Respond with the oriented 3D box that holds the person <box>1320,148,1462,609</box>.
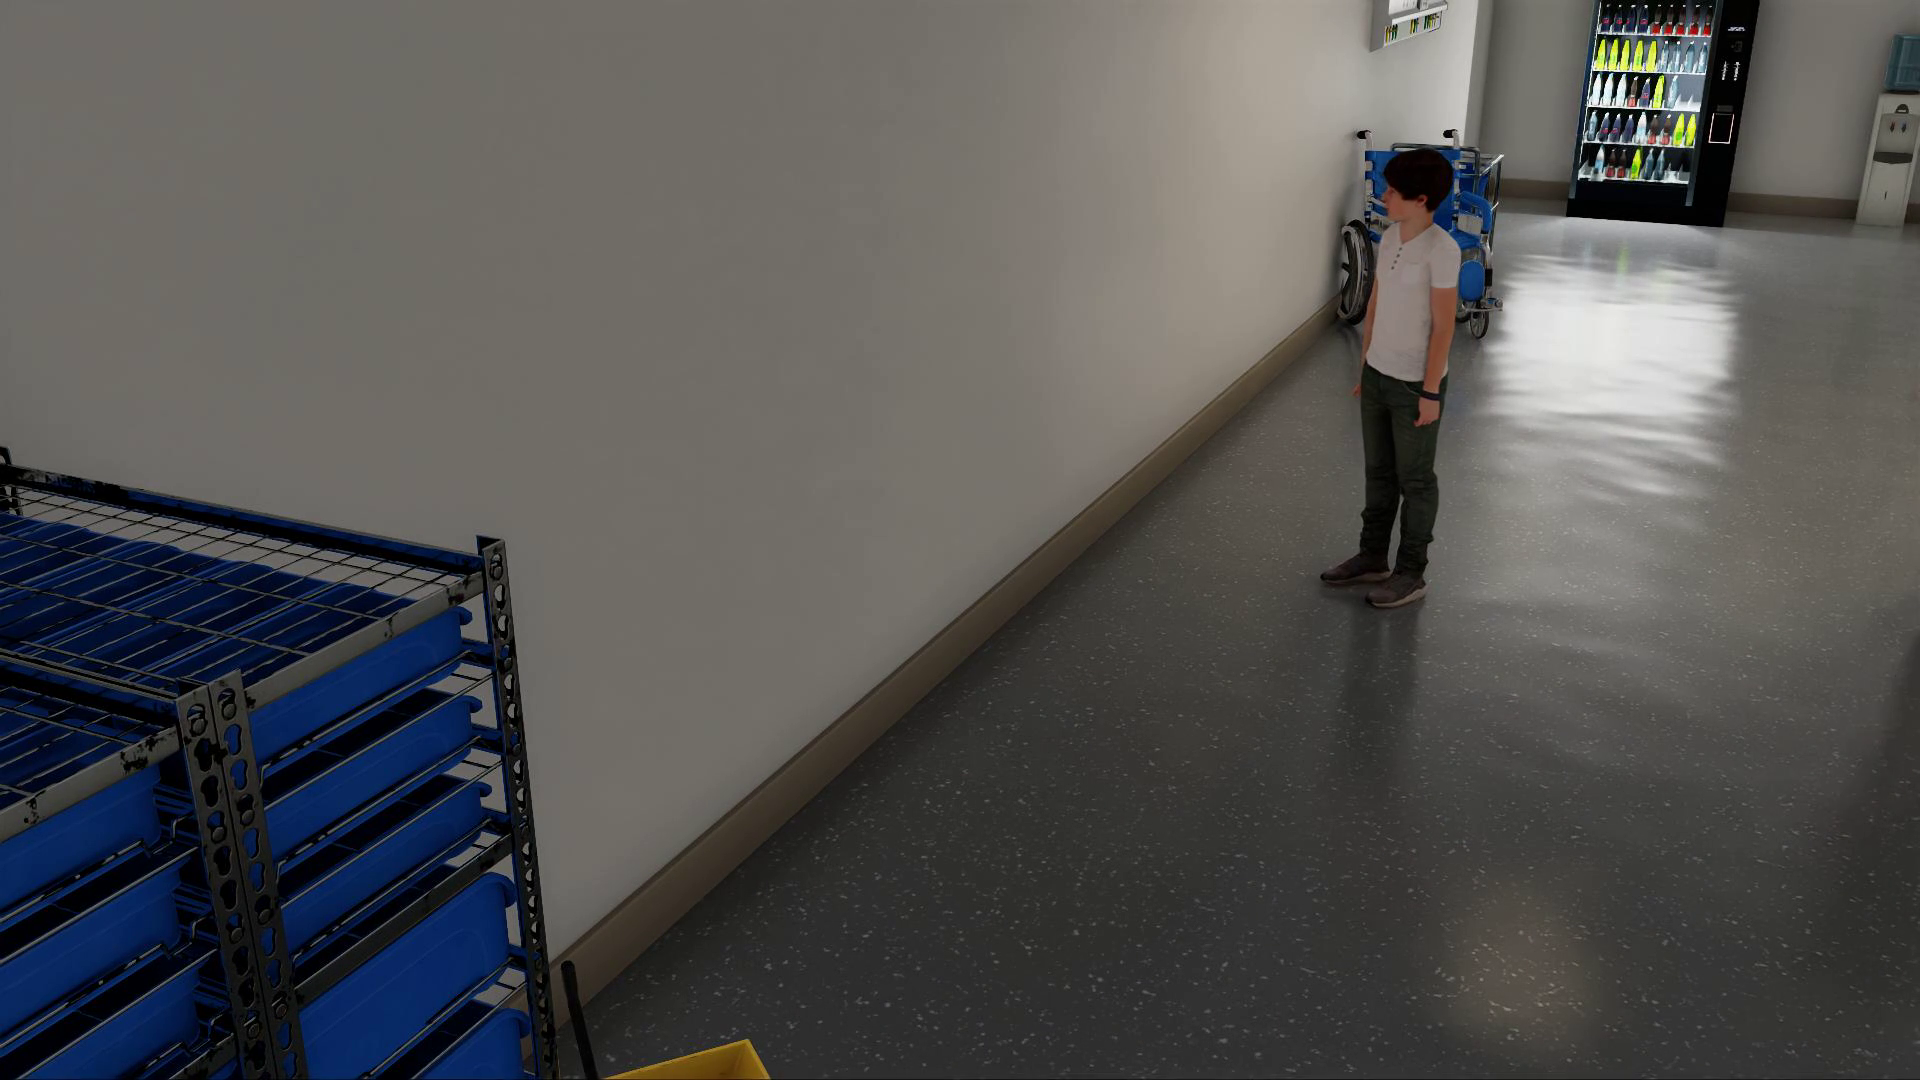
[{"bbox_3d":[1.608,-0.580,5.998,0.723,1.654,0.654,-9,23,-23],"label":"person"}]
